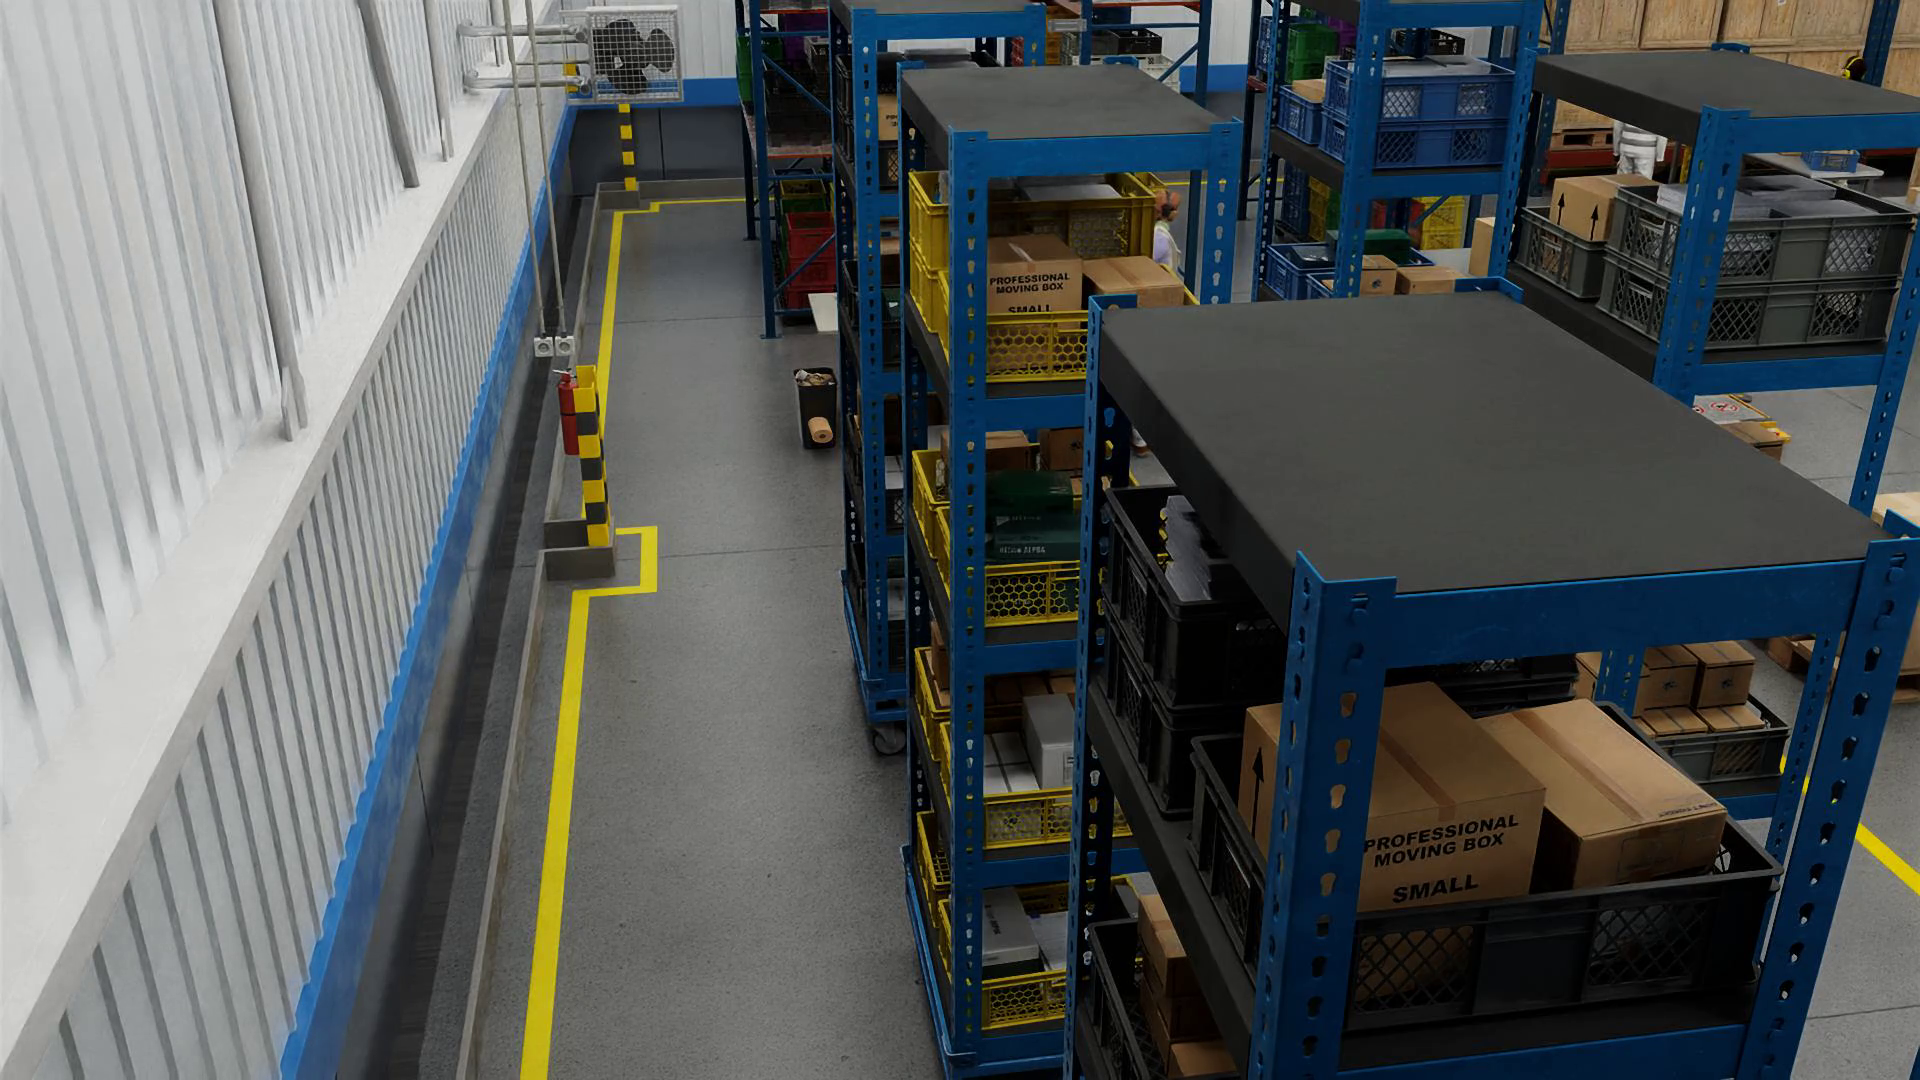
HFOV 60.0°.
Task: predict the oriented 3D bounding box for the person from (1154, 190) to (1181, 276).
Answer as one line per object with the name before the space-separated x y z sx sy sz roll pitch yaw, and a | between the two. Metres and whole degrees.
person | 1.517 -1.853 12.676 0.334 1.631 0.516 0 25 -1

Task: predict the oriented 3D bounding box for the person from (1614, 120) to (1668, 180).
person | 6.891 -3.925 16.883 0.356 1.884 0.574 -18 30 -34
